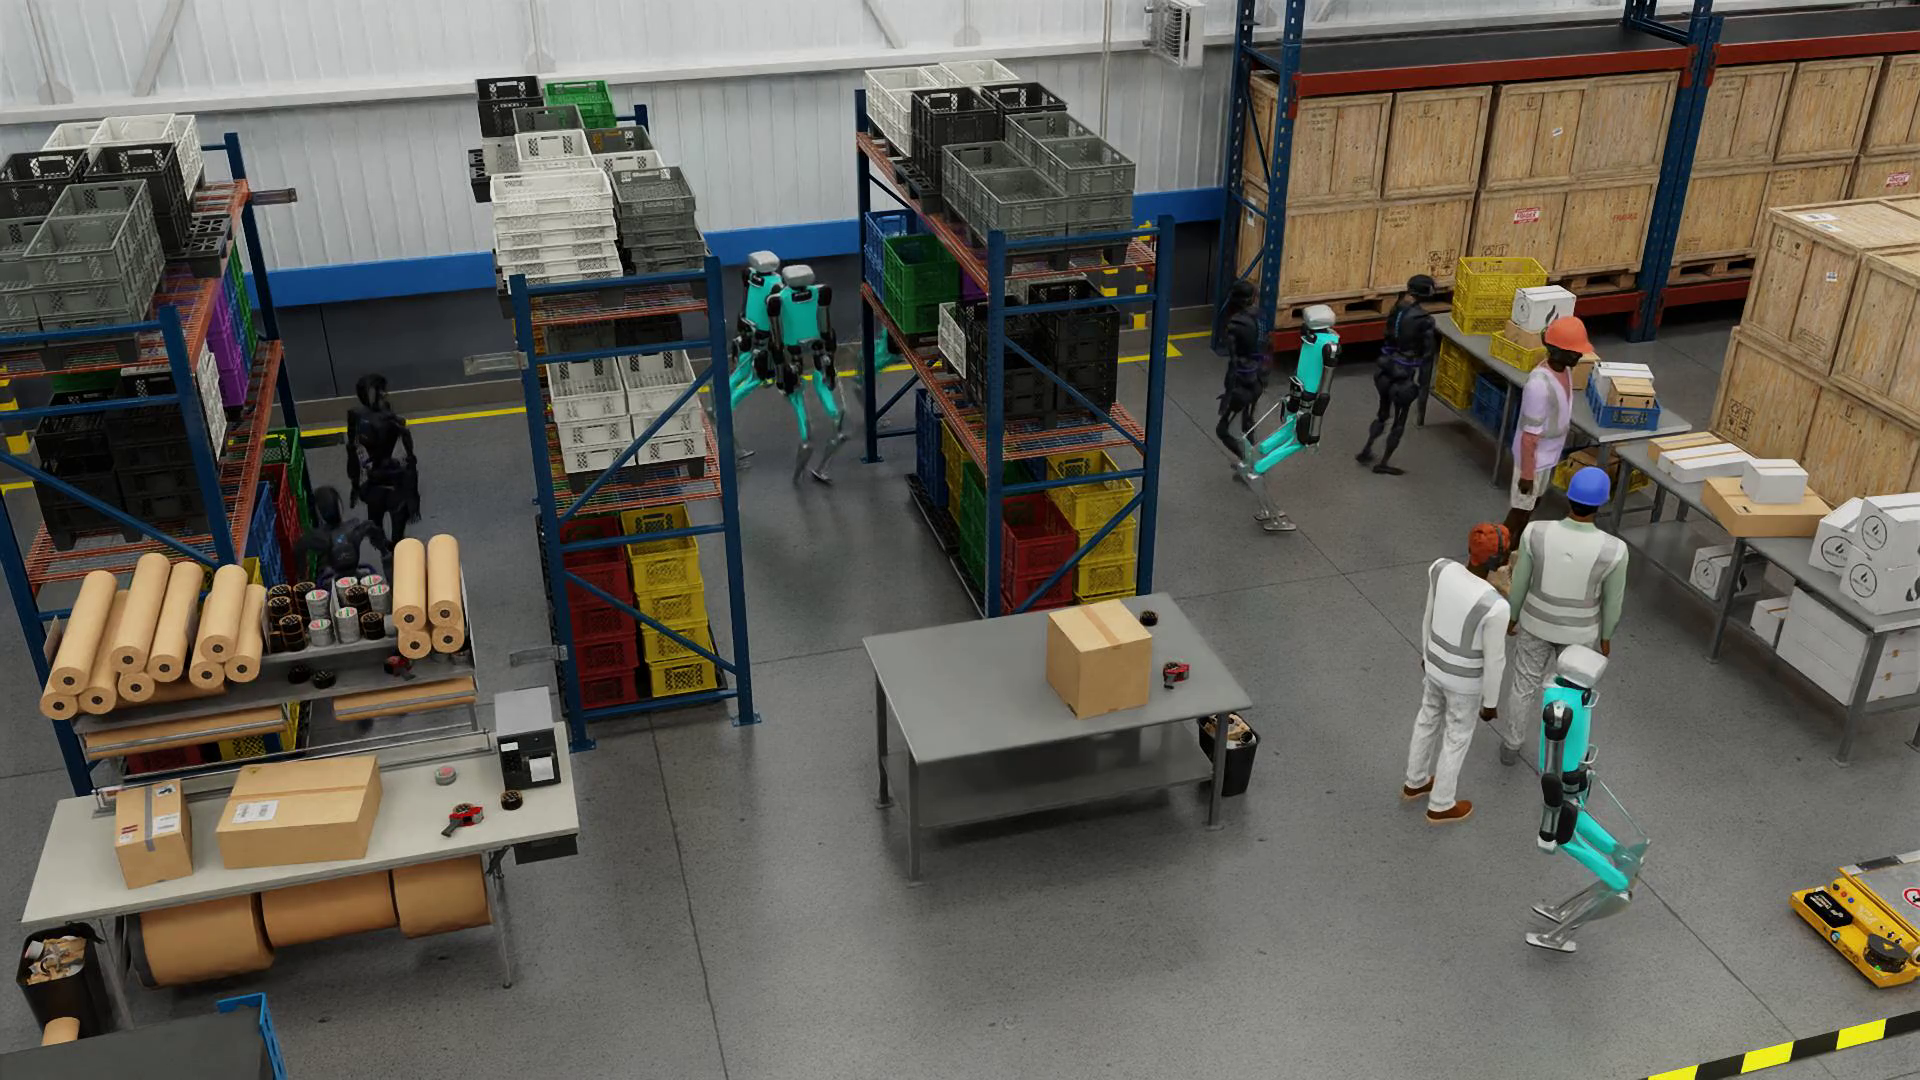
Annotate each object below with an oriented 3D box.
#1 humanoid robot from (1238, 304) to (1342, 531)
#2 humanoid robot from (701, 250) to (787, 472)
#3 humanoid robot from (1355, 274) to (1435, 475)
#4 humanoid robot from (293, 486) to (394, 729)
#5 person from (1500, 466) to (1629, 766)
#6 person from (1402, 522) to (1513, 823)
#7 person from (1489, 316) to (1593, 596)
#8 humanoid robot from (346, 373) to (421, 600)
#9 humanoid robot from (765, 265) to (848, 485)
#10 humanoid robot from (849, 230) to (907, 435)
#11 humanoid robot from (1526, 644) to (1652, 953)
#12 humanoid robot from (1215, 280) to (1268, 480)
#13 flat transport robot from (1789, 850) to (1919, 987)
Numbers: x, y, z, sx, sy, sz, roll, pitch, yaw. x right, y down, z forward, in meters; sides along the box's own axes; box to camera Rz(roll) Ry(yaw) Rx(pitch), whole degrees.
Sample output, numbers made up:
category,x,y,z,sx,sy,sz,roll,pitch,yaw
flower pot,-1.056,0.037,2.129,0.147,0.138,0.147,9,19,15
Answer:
category,x,y,z,sx,sy,sz,roll,pitch,yaw
humanoid robot,2.330,-0.869,12.118,0.737,1.698,0.533,-5,29,-9
humanoid robot,-1.763,-1.356,13.115,0.858,1.767,0.568,-22,36,-34
humanoid robot,3.433,-1.301,13.062,0.390,1.641,0.599,-12,31,-21
humanoid robot,-3.641,0.375,10.018,0.597,1.643,0.404,-17,33,-28
person,3.449,0.475,9.558,0.614,1.943,0.403,14,32,24
person,2.753,0.737,9.154,0.378,1.879,0.581,-14,32,-24
person,3.979,-0.572,11.363,0.389,2.040,0.613,18,33,29
humanoid robot,-3.923,-0.376,11.405,0.597,1.645,0.478,11,31,18
humanoid robot,-1.117,-1.164,12.811,0.550,1.847,0.664,-15,32,-25
humanoid robot,-0.678,-1.641,13.659,0.782,1.806,0.546,-6,29,-10
humanoid robot,3.115,1.316,8.103,0.735,1.677,0.533,16,32,26
humanoid robot,2.212,-1.244,12.959,0.362,1.639,0.611,16,33,27
flat transport robot,5.163,1.916,8.676,1.431,0.231,0.659,-8,30,-14
